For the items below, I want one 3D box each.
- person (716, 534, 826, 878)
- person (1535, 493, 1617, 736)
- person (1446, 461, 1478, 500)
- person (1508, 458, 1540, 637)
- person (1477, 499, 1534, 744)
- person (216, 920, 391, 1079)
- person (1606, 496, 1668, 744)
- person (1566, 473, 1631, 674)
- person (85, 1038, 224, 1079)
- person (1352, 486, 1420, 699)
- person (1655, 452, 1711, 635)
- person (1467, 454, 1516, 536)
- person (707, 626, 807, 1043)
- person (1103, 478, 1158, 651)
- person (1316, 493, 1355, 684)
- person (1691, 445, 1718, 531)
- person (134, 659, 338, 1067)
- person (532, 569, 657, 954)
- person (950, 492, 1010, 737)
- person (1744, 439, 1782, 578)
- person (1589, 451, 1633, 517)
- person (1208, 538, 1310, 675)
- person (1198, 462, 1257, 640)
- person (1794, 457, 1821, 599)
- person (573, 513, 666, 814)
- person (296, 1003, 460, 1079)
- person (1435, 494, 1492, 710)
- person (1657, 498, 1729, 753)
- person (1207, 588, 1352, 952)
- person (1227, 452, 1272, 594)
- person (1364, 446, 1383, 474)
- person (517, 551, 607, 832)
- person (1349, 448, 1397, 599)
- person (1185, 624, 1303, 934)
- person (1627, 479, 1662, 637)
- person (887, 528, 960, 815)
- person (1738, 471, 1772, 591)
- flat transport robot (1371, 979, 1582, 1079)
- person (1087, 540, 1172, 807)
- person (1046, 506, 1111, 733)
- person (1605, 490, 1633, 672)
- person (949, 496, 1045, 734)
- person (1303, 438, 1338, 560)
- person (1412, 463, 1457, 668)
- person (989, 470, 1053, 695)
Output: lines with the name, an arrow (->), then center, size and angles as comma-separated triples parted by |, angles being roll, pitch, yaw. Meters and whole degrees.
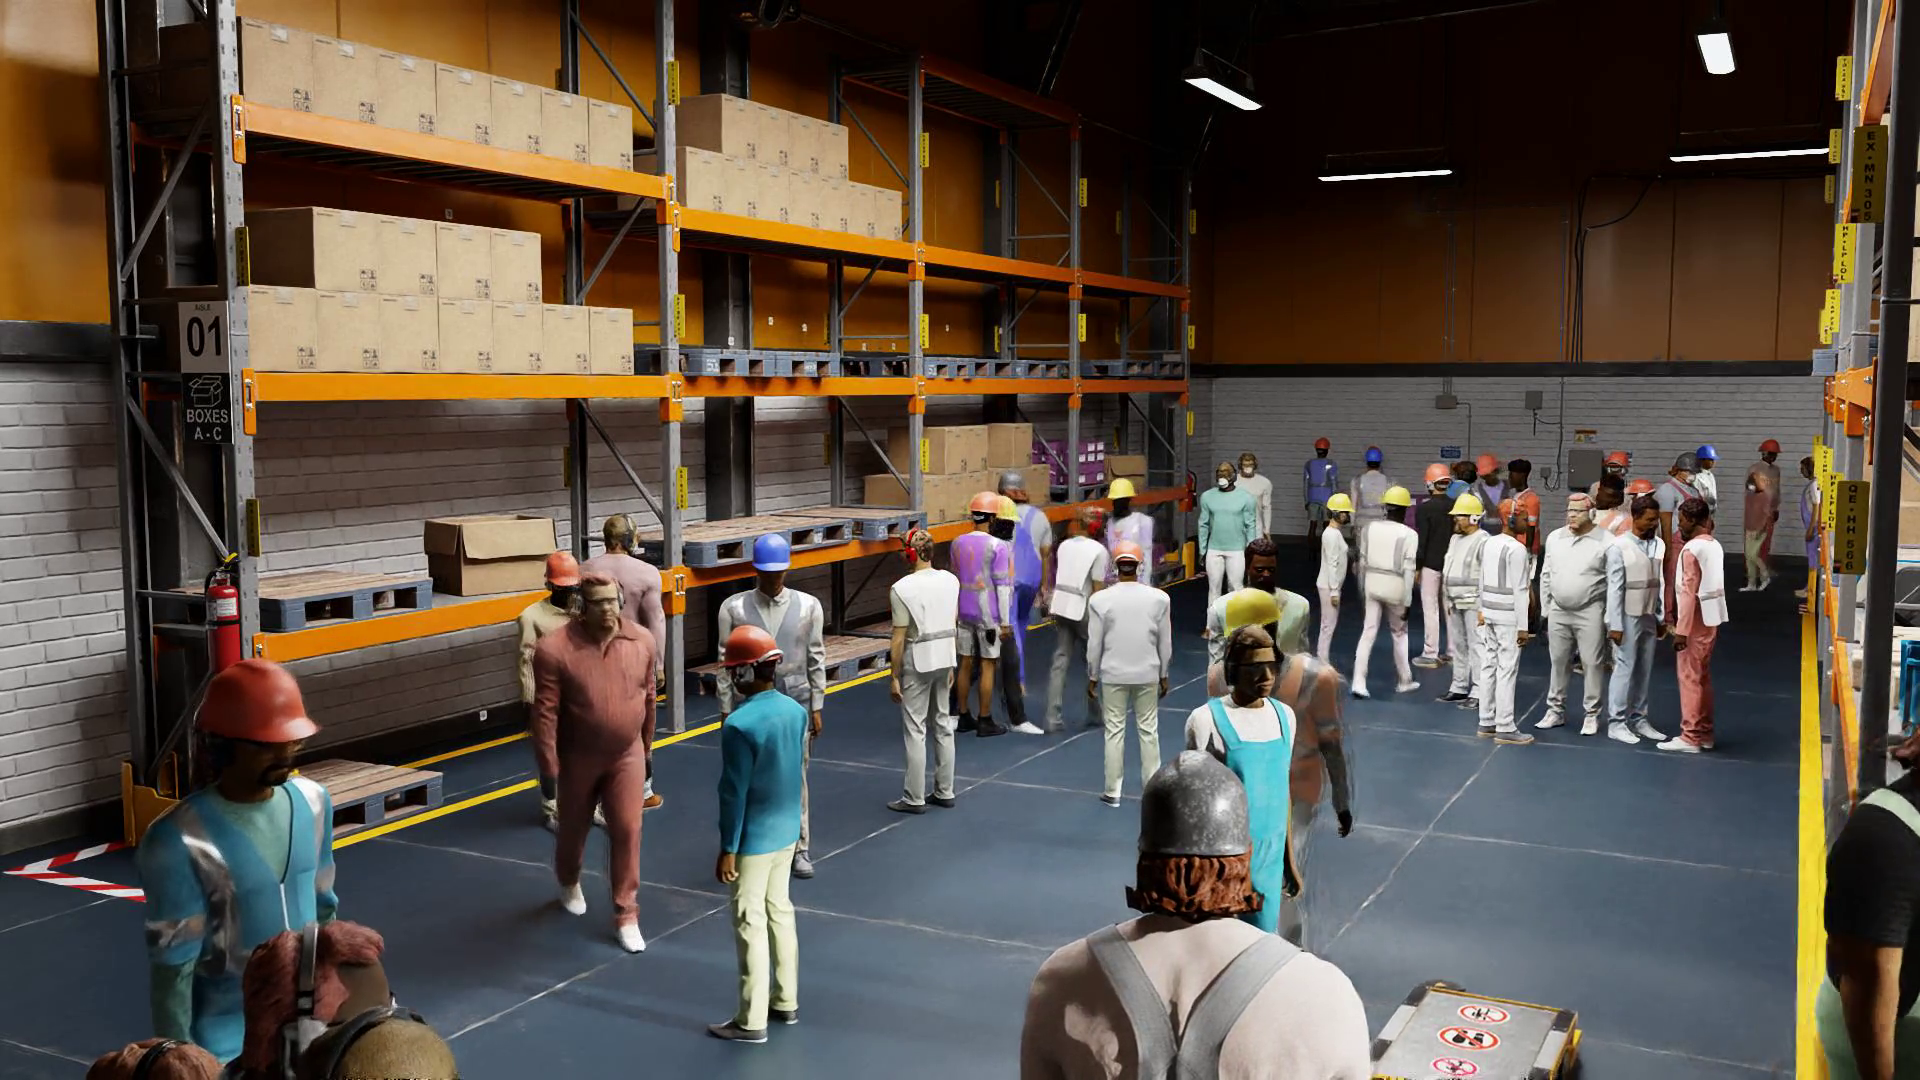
person -> -1.051, 0.926, 9.258 | 0.609, 1.938, 0.411 | -1, 5, -11
person -> 4.871, 0.581, 13.133 | 0.402, 1.911, 0.639 | -5, 7, -44
person -> 6.141, -0.040, 20.218 | 0.444, 1.838, 0.654 | -1, 5, -6
person -> 6.152, 0.083, 18.234 | 0.374, 1.958, 0.606 | 0, 5, 2
person -> 4.207, 0.622, 12.821 | 0.337, 1.881, 0.583 | -1, 5, -10
person -> -1.045, 1.556, 2.718 | 0.399, 1.899, 0.647 | -2, 6, -16
person -> 5.213, 0.610, 12.847 | 0.598, 1.908, 0.410 | -3, 6, -32
person -> 6.025, 0.317, 15.890 | 0.655, 1.926, 0.450 | 5, 7, 42
person -> -1.341, 1.666, 2.885 | 0.306, 1.639, 0.523 | 0, 5, 5
person -> 3.751, 0.463, 14.675 | 0.606, 1.874, 1.013 | 5, 7, 42
person -> 8.008, 0.028, 18.371 | 0.674, 2.000, 0.536 | -4, 7, -40
person -> 6.145, 0.001, 19.046 | 0.673, 1.968, 0.898 | 1, 5, 13
person -> -0.867, 1.230, 7.059 | 0.350, 1.739, 0.575 | 2, 6, 23
person -> 1.609, 0.353, 15.674 | 0.590, 1.898, 0.850 | 4, 7, 38
person -> 3.472, 0.446, 15.393 | 0.336, 1.757, 0.518 | 2, 6, 17
person -> 9.984, -0.301, 22.397 | 0.602, 1.949, 0.389 | -5, 7, -43
person -> -1.899, 1.325, 4.503 | 0.437, 2.031, 0.609 | 2, 6, 25
person -> -1.843, 1.050, 8.359 | 0.651, 1.865, 0.958 | -3, 6, -27
person -> 0.183, 0.583, 13.057 | 0.546, 1.925, 0.391 | 4, 7, 39
person -> 11.526, -0.449, 23.819 | 0.615, 1.985, 0.412 | -2, 6, -24
person -> 7.679, -0.049, 19.516 | 0.621, 1.985, 0.408 | 5, 7, 44
person -> 1.674, 0.934, 9.365 | 0.584, 1.911, 0.390 | -1, 5, -8
person -> 2.864, 0.124, 17.887 | 0.633, 1.938, 0.356 | 2, 6, 25
person -> 10.978, -0.156, 21.443 | 0.348, 1.838, 0.505 | 3, 6, 29
person -> -2.191, 0.796, 10.685 | 0.633, 1.933, 0.355 | 1, 5, 12
person -> -0.811, 1.578, 2.311 | 0.369, 1.931, 0.638 | 3, 6, 33
person -> 4.311, 0.526, 14.138 | 0.403, 1.831, 0.596 | -1, 5, -14
person -> 5.551, 0.641, 12.507 | 0.399, 1.906, 0.603 | 5, 7, 40
person -> 1.389, 1.136, 7.415 | 0.649, 1.853, 0.980 | 3, 6, 33
person -> 3.533, -0.122, 20.538 | 0.635, 1.936, 0.354 | 0, 5, 3
person -> 6.799, -0.669, 27.397 | 0.329, 1.751, 0.563 | 1, 5, 13
person -> -2.433, 0.931, 10.278 | 0.577, 1.737, 0.355 | -3, 6, -33
person -> 5.316, -0.208, 21.406 | 0.615, 1.945, 0.404 | 1, 5, 13
person -> 1.093, 1.239, 6.386 | 0.504, 1.847, 0.344 | -3, 6, -29
person -> 7.408, 0.208, 18.048 | 0.380, 1.742, 0.570 | 3, 6, 31
person -> -0.223, 0.844, 10.692 | 0.560, 1.836, 0.393 | -5, 7, -44
person -> 10.505, -0.098, 21.974 | 0.386, 1.618, 0.519 | -1, 5, -12
flat transport robot -> 1.930, 2.021, 6.342 | 0.652, 0.197, 1.431 | 3, 6, 28
person -> 1.103, 0.871, 10.890 | 0.561, 1.741, 0.344 | 0, 5, -2
person -> 0.984, 0.626, 13.204 | 0.822, 1.790, 0.685 | -4, 7, -38
person -> 6.371, 0.341, 16.062 | 0.475, 1.849, 0.623 | 0, 5, 0
person -> 0.198, 0.595, 13.161 | 0.882, 1.904, 0.600 | 3, 6, 27
person -> 5.651, -0.634, 26.040 | 0.547, 1.939, 0.376 | 3, 6, 32
person -> 4.661, 0.249, 16.242 | 0.623, 1.992, 0.396 | -2, 6, -24
person -> 0.413, 0.341, 15.011 | 0.700, 2.000, 0.994 | -3, 6, -25
